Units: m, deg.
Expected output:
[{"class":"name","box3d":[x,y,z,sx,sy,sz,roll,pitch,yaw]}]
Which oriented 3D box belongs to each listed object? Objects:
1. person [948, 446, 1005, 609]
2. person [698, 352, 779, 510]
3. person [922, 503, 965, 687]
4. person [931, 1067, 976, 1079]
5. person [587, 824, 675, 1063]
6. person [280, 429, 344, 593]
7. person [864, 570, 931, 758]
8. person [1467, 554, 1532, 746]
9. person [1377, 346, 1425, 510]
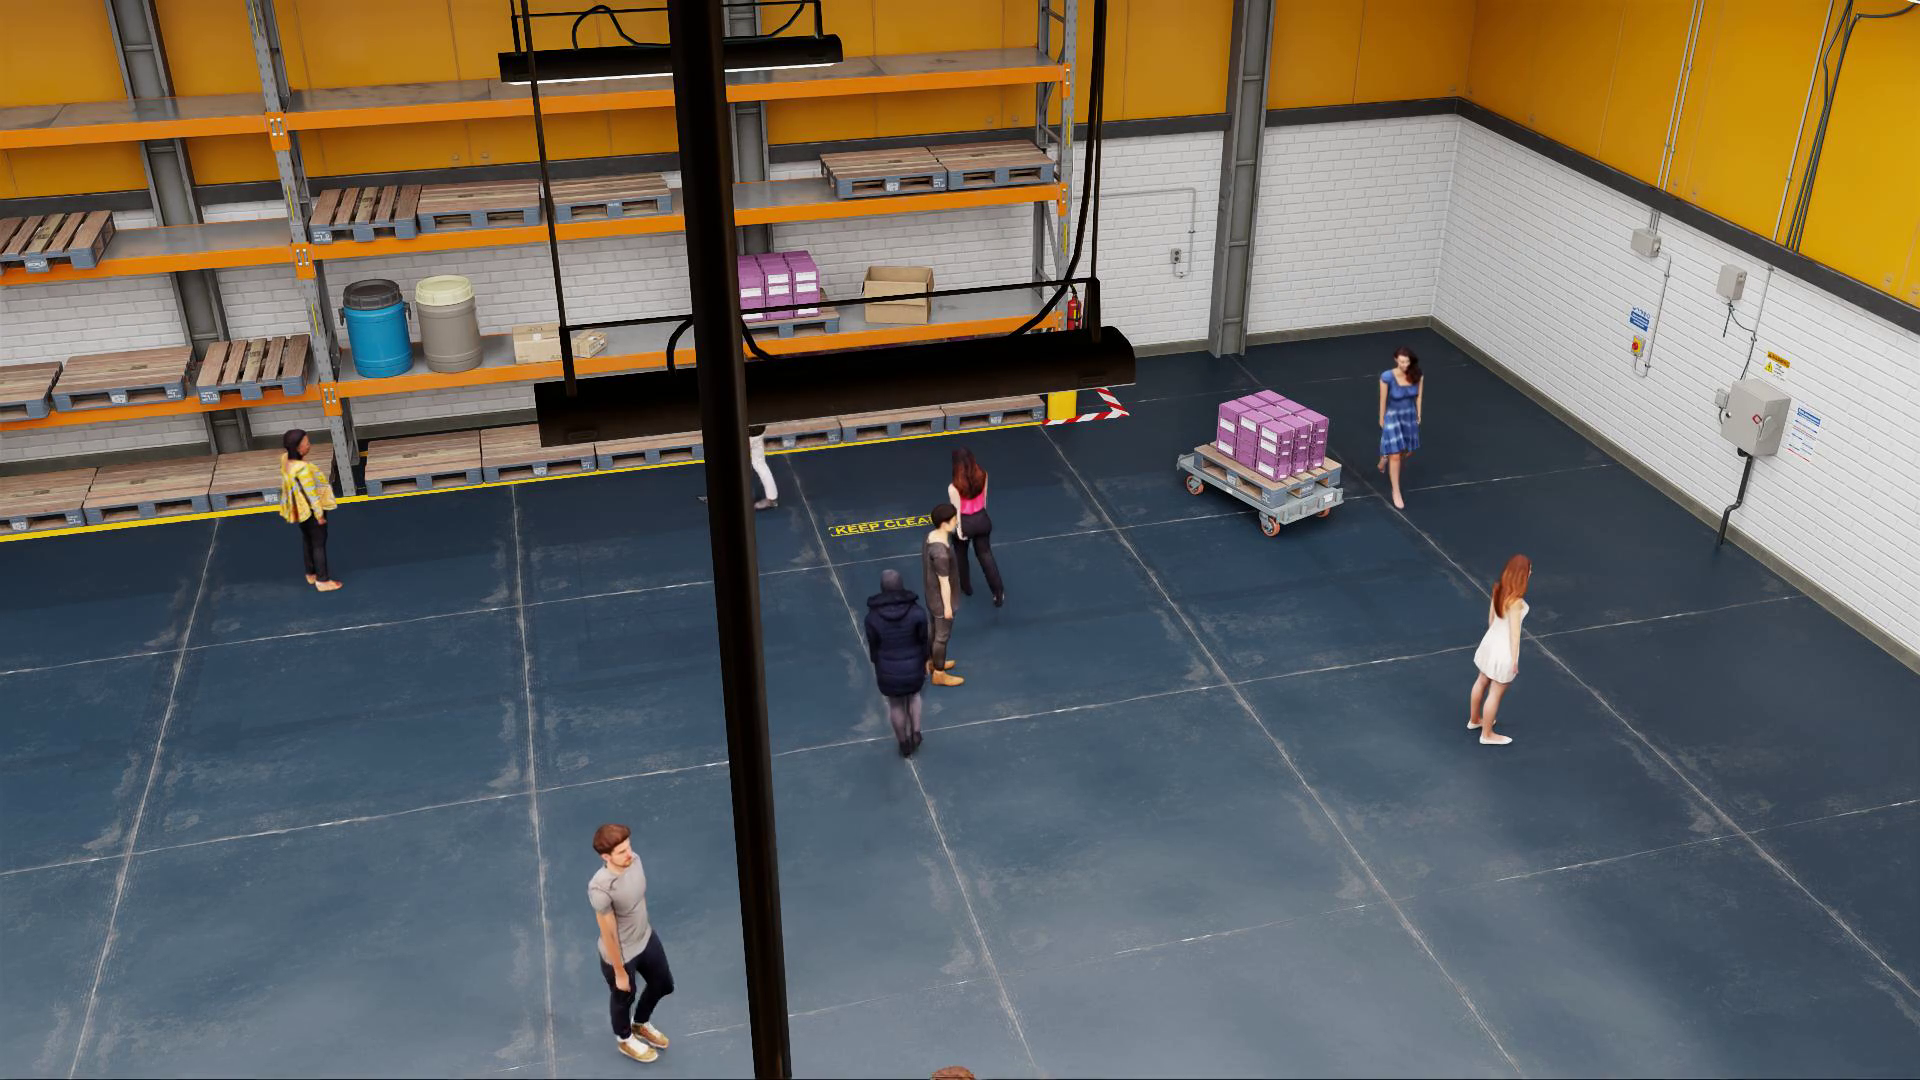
[{"class":"person","box3d":[0.144,-0.087,15.449,0.974,1.629,0.829,-14,32,-24]},{"class":"person","box3d":[-2.103,-1.117,17.185,1.043,1.774,0.689,-9,30,-17]},{"class":"person","box3d":[-0.173,0.455,14.367,0.518,1.712,0.617,-7,29,-13]},{"class":"person","box3d":[0.044,3.455,9.165,0.782,1.429,0.656,1,29,3]},{"class":"person","box3d":[-2.161,2.518,10.410,0.827,1.881,0.778,12,31,22]},{"class":"person","box3d":[-6.196,-0.290,15.795,0.908,1.653,0.860,-24,37,-37]},{"class":"person","box3d":[-0.488,1.044,13.348,0.626,1.655,0.781,1,29,2]},{"class":"person","box3d":[4.414,0.879,13.598,0.550,1.705,0.570,-4,29,-8]},{"class":"person","box3d":[4.543,-1.215,17.366,0.854,1.773,0.742,-8,30,-15]}]
